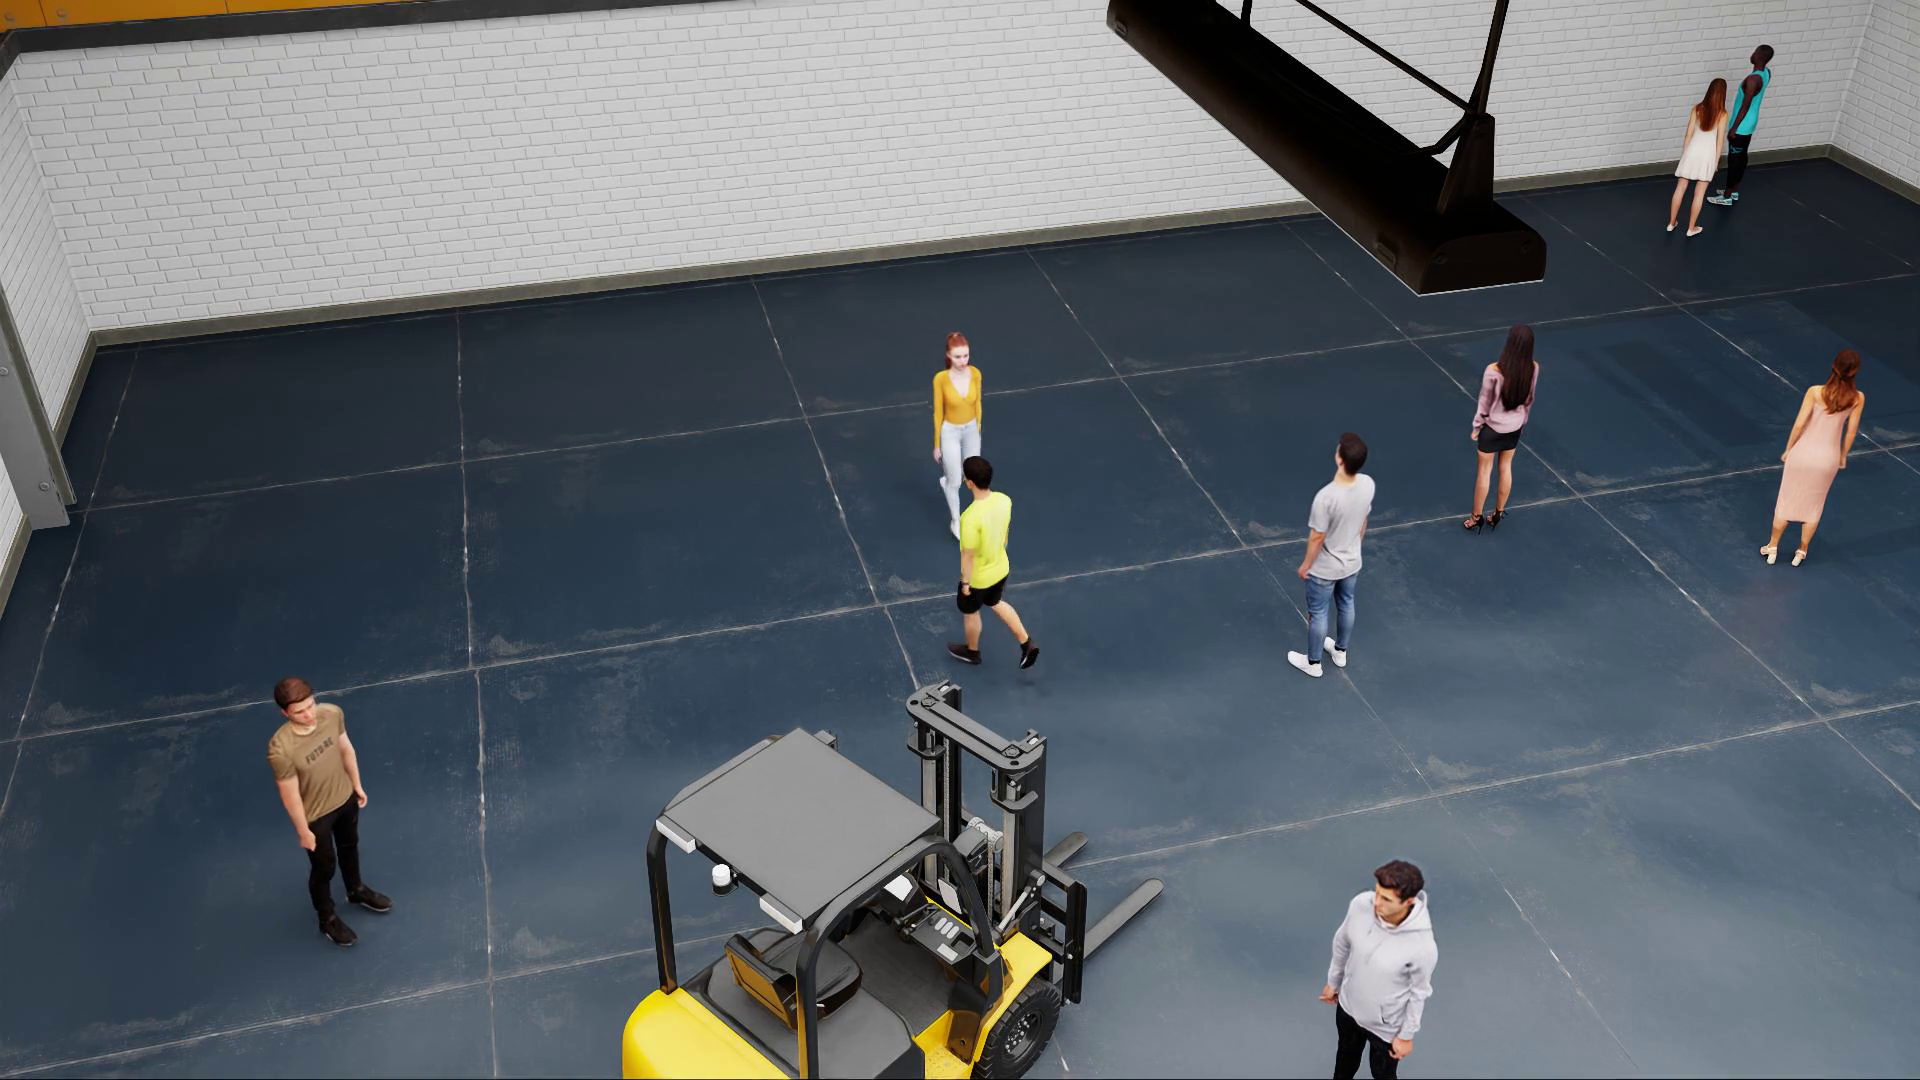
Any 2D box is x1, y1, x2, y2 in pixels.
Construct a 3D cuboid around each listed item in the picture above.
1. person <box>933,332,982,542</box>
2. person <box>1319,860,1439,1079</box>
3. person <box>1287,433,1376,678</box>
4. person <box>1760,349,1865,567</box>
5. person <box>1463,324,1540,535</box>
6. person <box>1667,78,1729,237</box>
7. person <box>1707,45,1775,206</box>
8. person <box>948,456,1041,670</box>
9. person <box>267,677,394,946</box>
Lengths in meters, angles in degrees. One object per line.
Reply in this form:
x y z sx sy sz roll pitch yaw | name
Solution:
-0.059 -0.843 13.027 0.664 1.739 0.881 -14 36 -20 | person
2.050 2.275 8.164 0.823 1.929 0.674 -25 41 -32 | person
2.590 0.104 11.466 0.727 1.890 0.657 -17 37 -24 | person
6.474 -0.619 12.606 0.672 1.831 0.680 10 35 14 | person
4.228 -0.857 12.982 0.622 1.812 0.533 -6 34 -10 | person
8.024 -4.164 18.050 0.620 1.710 0.707 25 41 33 | person
8.838 -4.675 18.727 0.684 1.811 0.682 28 43 35 | person
0.238 0.216 11.479 1.060 1.689 0.937 26 42 34 | person
-3.616 1.486 9.429 0.806 1.844 0.740 15 36 21 | person
